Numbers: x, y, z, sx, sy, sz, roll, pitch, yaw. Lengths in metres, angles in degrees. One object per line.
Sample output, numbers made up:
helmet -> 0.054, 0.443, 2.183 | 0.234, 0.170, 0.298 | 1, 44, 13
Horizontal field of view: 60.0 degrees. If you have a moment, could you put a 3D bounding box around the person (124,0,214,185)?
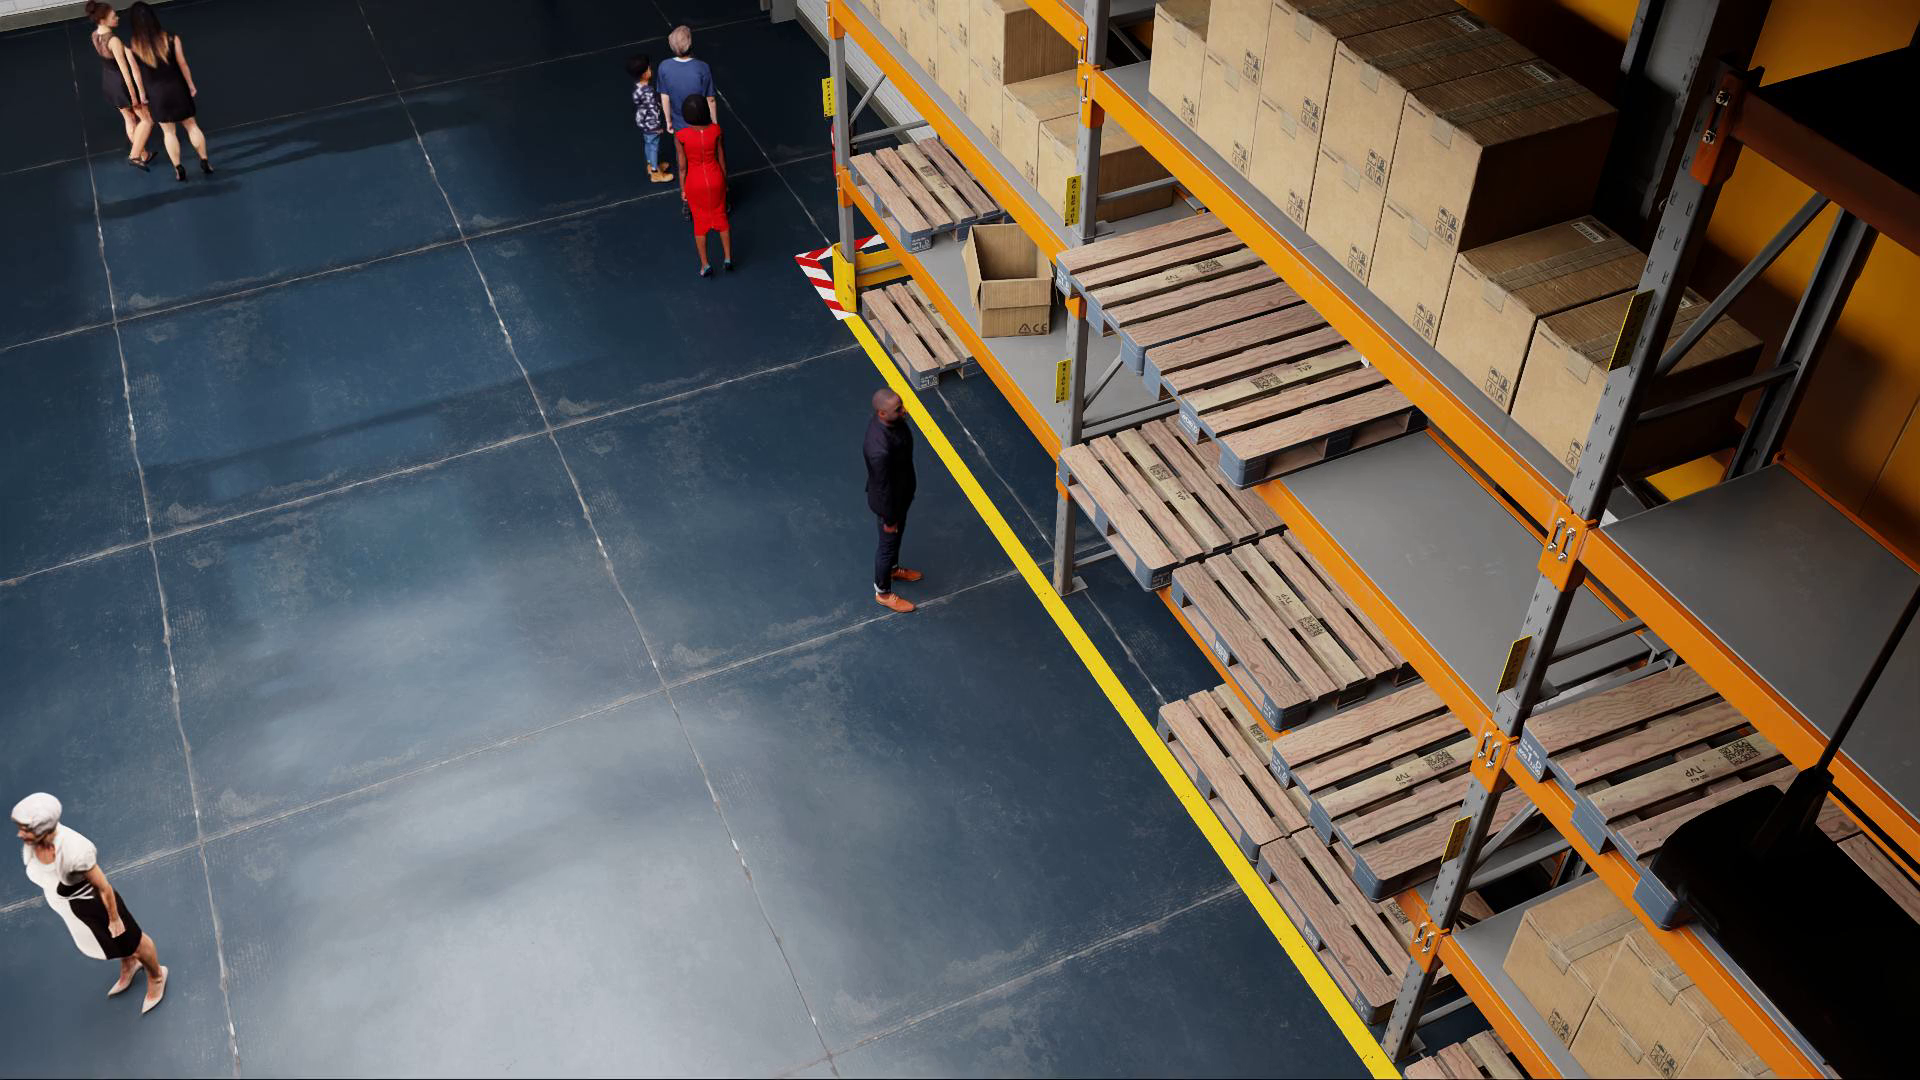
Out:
person -> -7.312, -4.111, 15.377 | 0.674, 1.700, 0.635 | -23, 48, -22

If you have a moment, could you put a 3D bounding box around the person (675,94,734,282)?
person -> -2.173, -3.009, 14.189 | 0.578, 1.744, 0.494 | -16, 46, -16

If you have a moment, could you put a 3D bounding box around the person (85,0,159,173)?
person -> -7.828, -4.184, 15.476 | 0.804, 1.669, 0.853 | 20, 47, 20

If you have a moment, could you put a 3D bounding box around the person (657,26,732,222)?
person -> -2.377, -3.698, 14.819 | 0.738, 1.872, 0.721 | 2, 44, 3

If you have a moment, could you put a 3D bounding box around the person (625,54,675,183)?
person -> -2.908, -3.946, 15.529 | 0.548, 1.251, 0.437 | -14, 45, -14

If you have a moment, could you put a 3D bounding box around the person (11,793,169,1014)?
person -> -4.681, 1.950, 8.975 | 0.656, 1.755, 0.756 | 21, 48, 21

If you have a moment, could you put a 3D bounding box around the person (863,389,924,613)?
person -> -0.472, -0.299, 11.290 | 0.850, 1.819, 0.740 | 6, 44, 6
